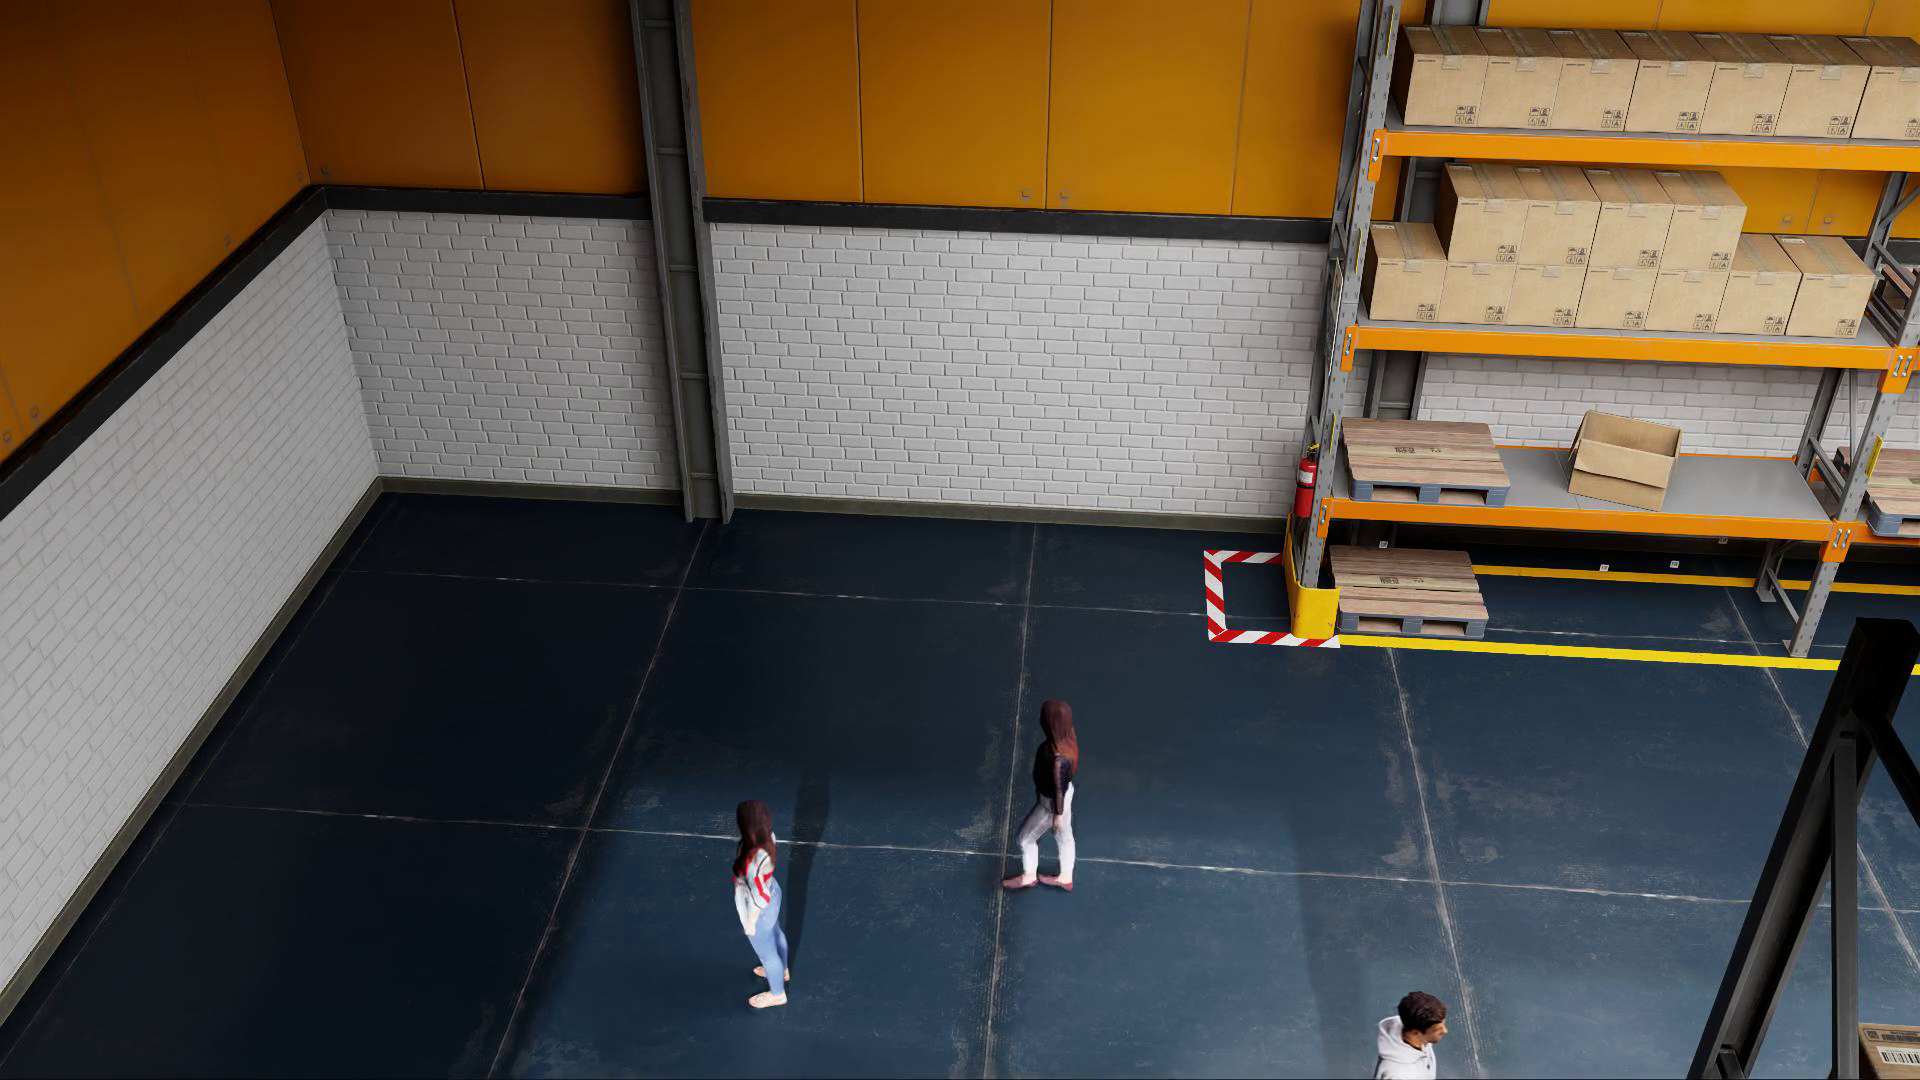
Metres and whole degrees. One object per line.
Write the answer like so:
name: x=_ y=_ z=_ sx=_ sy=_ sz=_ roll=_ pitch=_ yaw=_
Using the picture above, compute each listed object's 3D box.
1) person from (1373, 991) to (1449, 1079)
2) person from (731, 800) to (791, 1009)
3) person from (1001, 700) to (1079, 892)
person: x=2.242 y=3.041 z=8.677 sx=0.605 sy=1.928 sz=0.708 roll=7 pitch=34 yaw=10
person: x=-1.214 y=2.218 z=10.203 sx=0.506 sy=1.612 sz=0.599 roll=1 pitch=34 yaw=2
person: x=0.679 y=1.719 z=10.969 sx=0.728 sy=1.593 sz=0.641 roll=6 pitch=34 yaw=9
